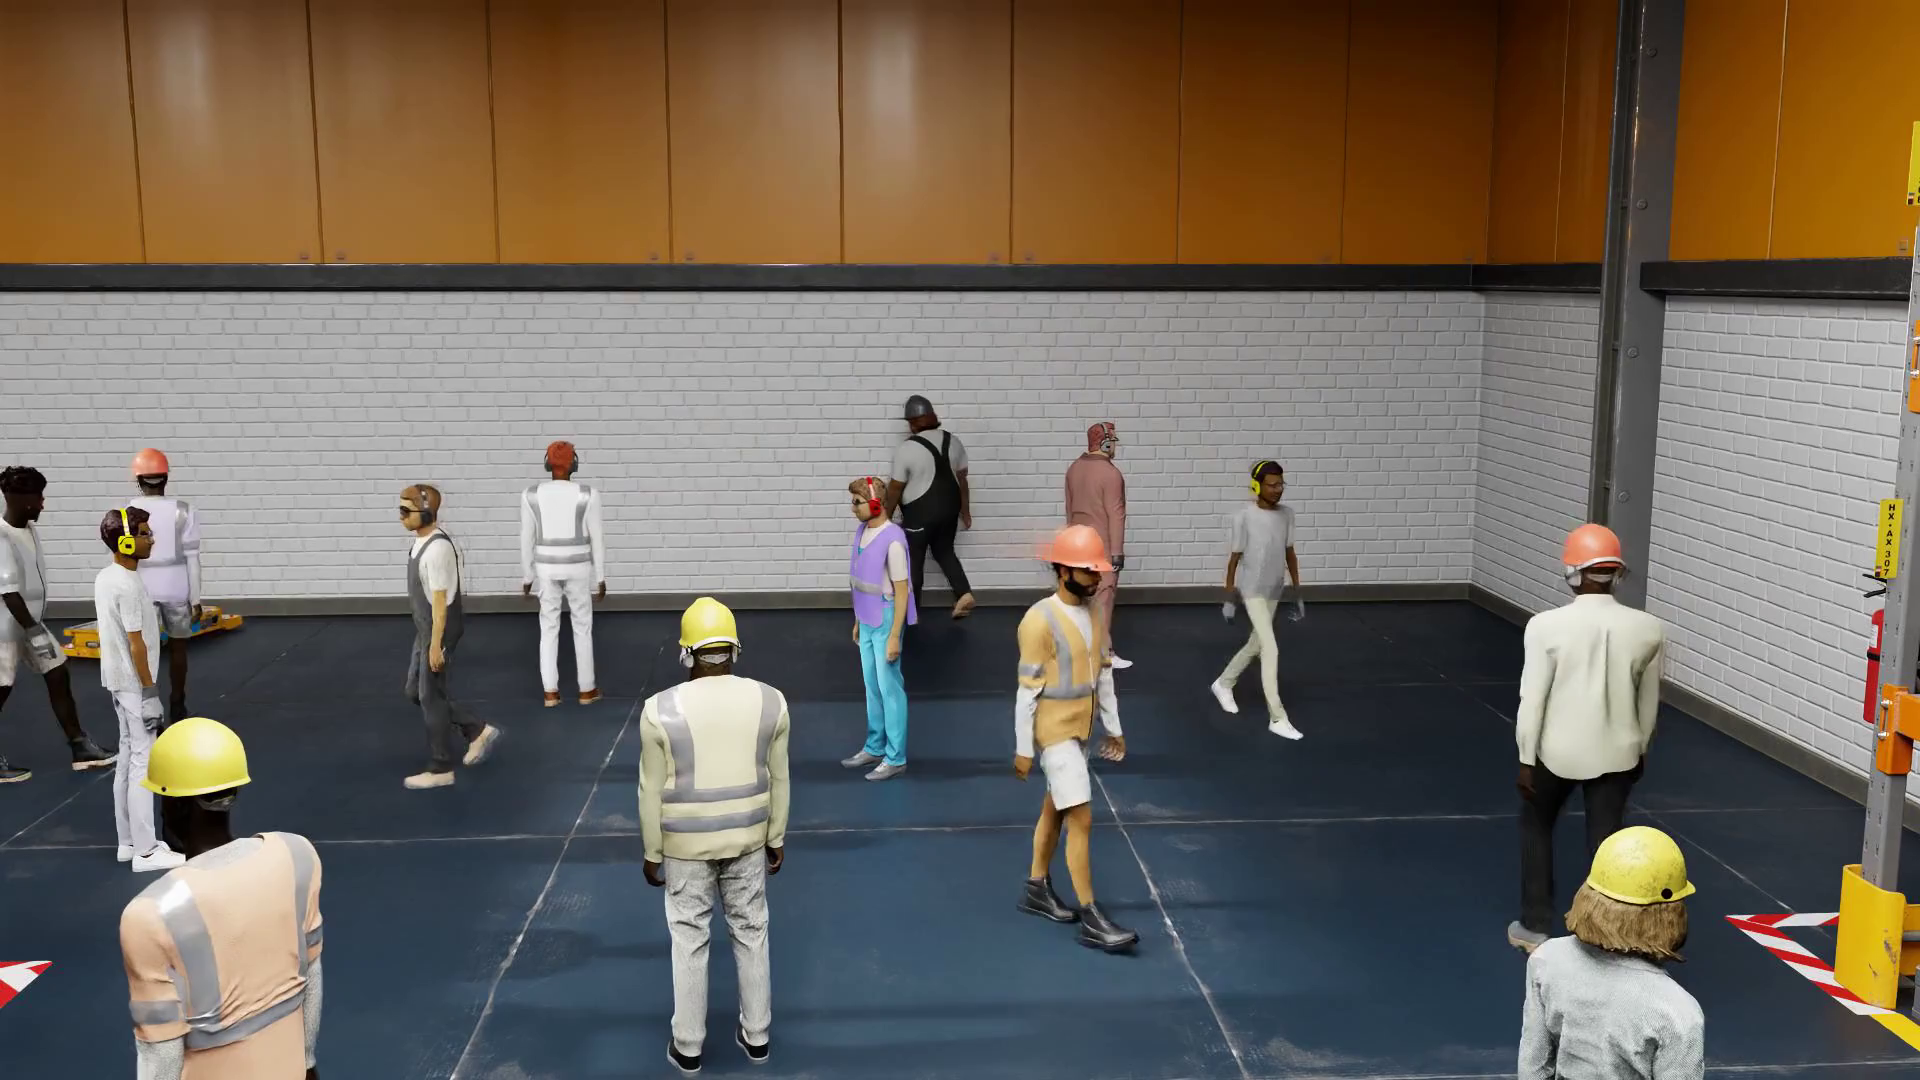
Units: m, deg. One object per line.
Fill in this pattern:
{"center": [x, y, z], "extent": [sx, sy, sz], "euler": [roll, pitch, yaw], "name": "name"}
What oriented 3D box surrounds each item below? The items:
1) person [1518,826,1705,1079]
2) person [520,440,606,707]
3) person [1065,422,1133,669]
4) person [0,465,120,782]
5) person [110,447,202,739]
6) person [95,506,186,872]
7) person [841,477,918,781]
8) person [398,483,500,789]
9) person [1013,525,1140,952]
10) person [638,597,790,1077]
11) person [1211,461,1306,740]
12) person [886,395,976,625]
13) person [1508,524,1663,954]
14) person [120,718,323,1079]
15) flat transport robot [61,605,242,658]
{"center": [1.575, 1.534, 4.015], "extent": [0.323, 1.742, 0.492], "euler": [-5, 10, -30], "name": "person"}
{"center": [-2.785, 0.236, 11.728], "extent": [0.583, 1.883, 0.342], "euler": [0, 9, -2], "name": "person"}
{"center": [1.086, 0.038, 12.898], "extent": [0.399, 1.909, 0.643], "euler": [-5, 10, -30], "name": "person"}
{"center": [-5.495, 0.511, 9.889], "extent": [0.917, 1.909, 0.620], "euler": [-1, 9, -5], "name": "person"}
{"center": [-5.297, 0.348, 10.987], "extent": [0.555, 1.906, 0.893], "euler": [-4, 10, -23], "name": "person"}
{"center": [-4.197, 0.756, 8.504], "extent": [0.328, 1.872, 0.513], "euler": [-8, 12, -41], "name": "person"}
{"center": [-0.473, 0.526, 10.048], "extent": [0.397, 1.837, 0.564], "euler": [-4, 10, -25], "name": "person"}
{"center": [-3.068, 0.560, 9.866], "extent": [0.490, 1.827, 0.536], "euler": [-4, 10, -25], "name": "person"}
{"center": [0.592, 0.887, 7.565], "extent": [0.814, 1.907, 0.568], "euler": [6, 11, 34], "name": "person"}
{"center": [-0.934, 1.126, 6.348], "extent": [0.585, 1.824, 0.405], "euler": [-5, 10, -26], "name": "person"}
{"center": [2.005, 0.352, 11.206], "extent": [0.519, 1.826, 0.974], "euler": [-6, 11, -32], "name": "person"}
{"center": [-0.274, -0.251, 14.292], "extent": [0.729, 2.000, 0.826], "euler": [-8, 12, -40], "name": "person"}
{"center": [2.692, 0.900, 7.253], "extent": [0.638, 1.970, 0.707], "euler": [0, 9, 1], "name": "person"}
{"center": [-1.885, 1.400, 4.280], "extent": [0.375, 1.929, 0.585], "euler": [4, 10, 23], "name": "person"}
{"center": [-6.662, 0.728, 13.681], "extent": [0.652, 0.197, 1.431], "euler": [2, 9, 15], "name": "flat transport robot"}
